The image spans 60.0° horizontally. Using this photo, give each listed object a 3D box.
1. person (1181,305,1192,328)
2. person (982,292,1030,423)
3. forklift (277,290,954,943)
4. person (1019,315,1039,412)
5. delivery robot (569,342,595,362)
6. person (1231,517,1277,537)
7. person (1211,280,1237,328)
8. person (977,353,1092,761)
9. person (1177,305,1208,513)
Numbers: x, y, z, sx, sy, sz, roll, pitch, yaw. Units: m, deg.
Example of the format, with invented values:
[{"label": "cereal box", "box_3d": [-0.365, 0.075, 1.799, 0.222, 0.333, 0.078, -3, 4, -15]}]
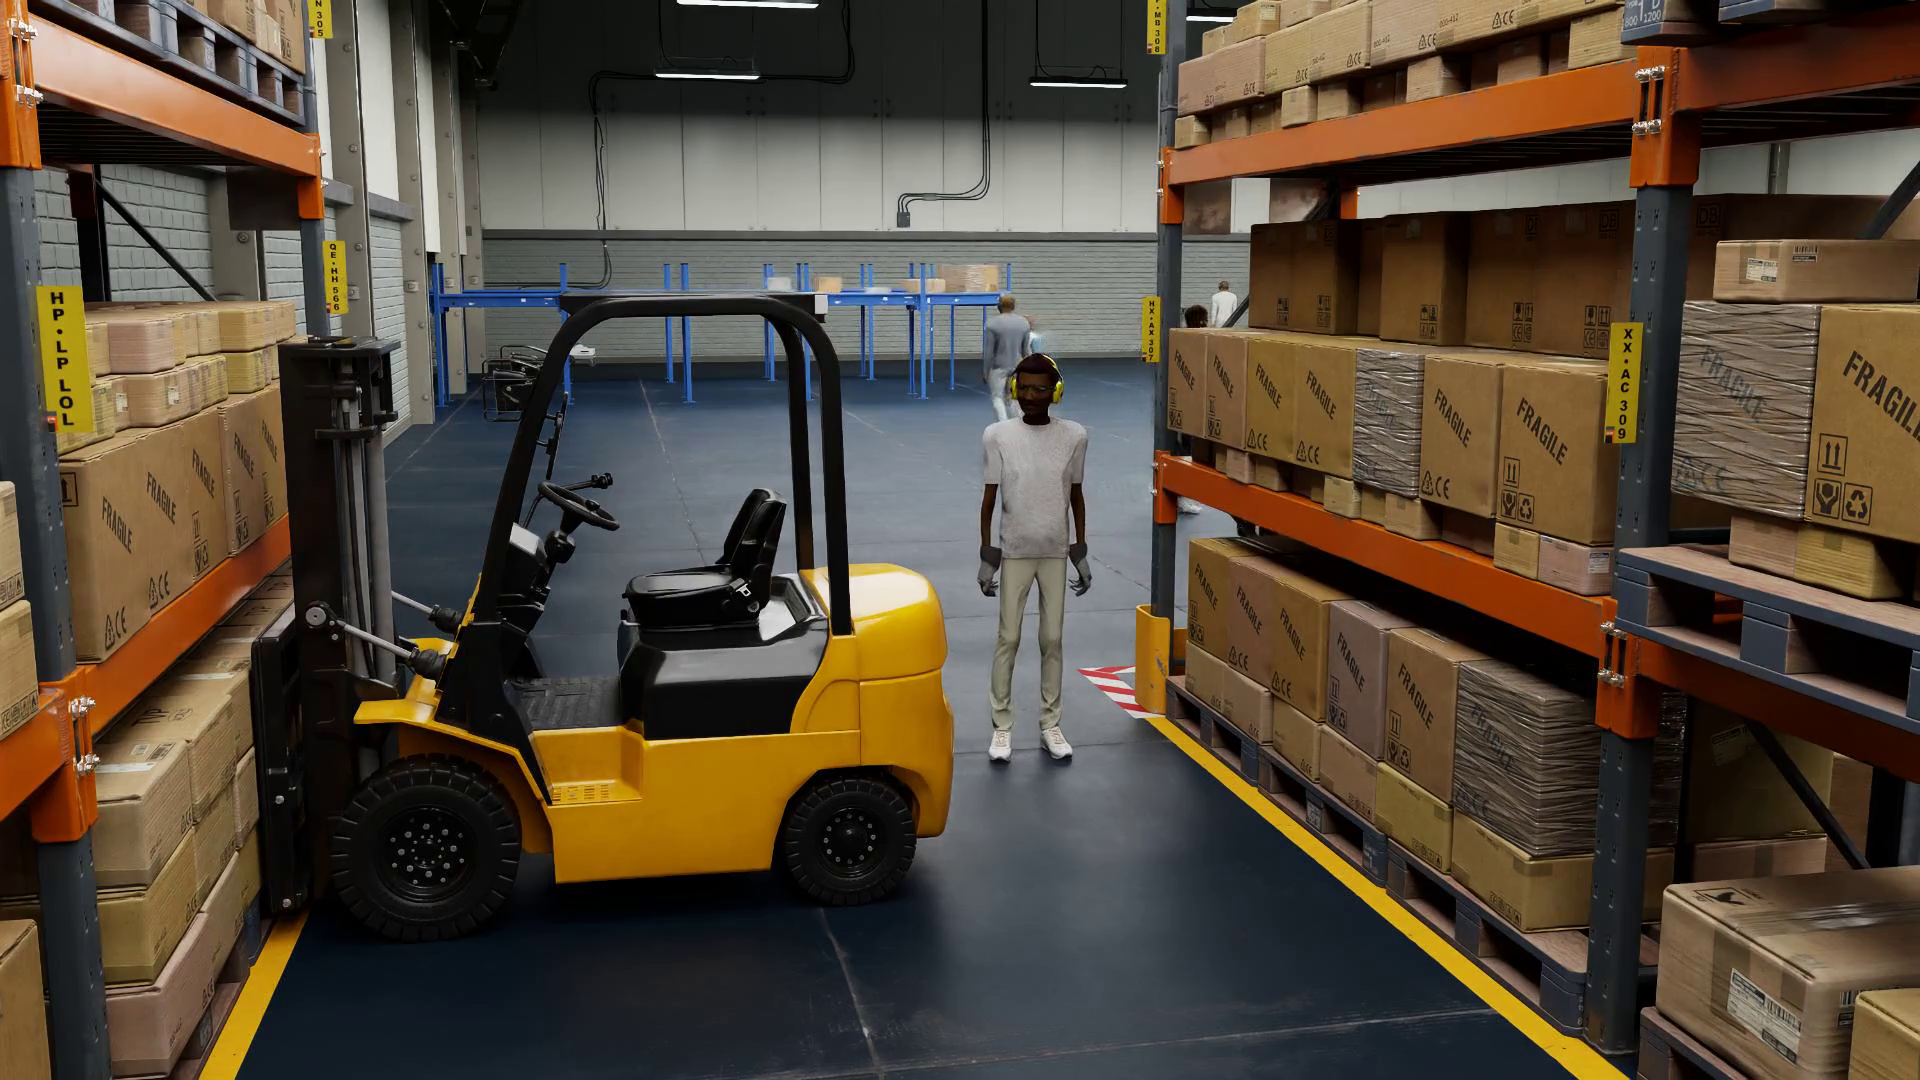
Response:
[{"label": "person", "box_3d": [3.913, -3.114, 27.797, 0.567, 1.618, 0.551, -4, 10, -22]}, {"label": "person", "box_3d": [0.591, -2.198, 21.274, 0.649, 1.937, 0.448, -4, 10, -23]}, {"label": "forklift", "box_3d": [-1.179, 0.175, 6.143, 2.313, 2.155, 1.214, -2, 10, -12]}, {"label": "person", "box_3d": [0.899, -2.305, 22.975, 0.903, 1.585, 0.500, -5, 10, -27]}, {"label": "delivery robot", "box_3d": [-8.711, -4.290, 38.060, 0.707, 0.478, 0.477, -2, 10, -12]}, {"label": "person", "box_3d": [1.981, -0.390, 11.007, 0.544, 1.680, 0.404, 7, 12, 37]}, {"label": "person", "box_3d": [6.188, -5.120, 39.062, 0.627, 1.941, 0.374, -2, 9, -11]}, {"label": "person", "box_3d": [0.344, 0.079, 7.603, 0.535, 1.864, 0.312, -2, 9, -10]}, {"label": "person", "box_3d": [2.147, -1.185, 15.182, 0.556, 1.900, 0.631, 9, 13, 42]}]
